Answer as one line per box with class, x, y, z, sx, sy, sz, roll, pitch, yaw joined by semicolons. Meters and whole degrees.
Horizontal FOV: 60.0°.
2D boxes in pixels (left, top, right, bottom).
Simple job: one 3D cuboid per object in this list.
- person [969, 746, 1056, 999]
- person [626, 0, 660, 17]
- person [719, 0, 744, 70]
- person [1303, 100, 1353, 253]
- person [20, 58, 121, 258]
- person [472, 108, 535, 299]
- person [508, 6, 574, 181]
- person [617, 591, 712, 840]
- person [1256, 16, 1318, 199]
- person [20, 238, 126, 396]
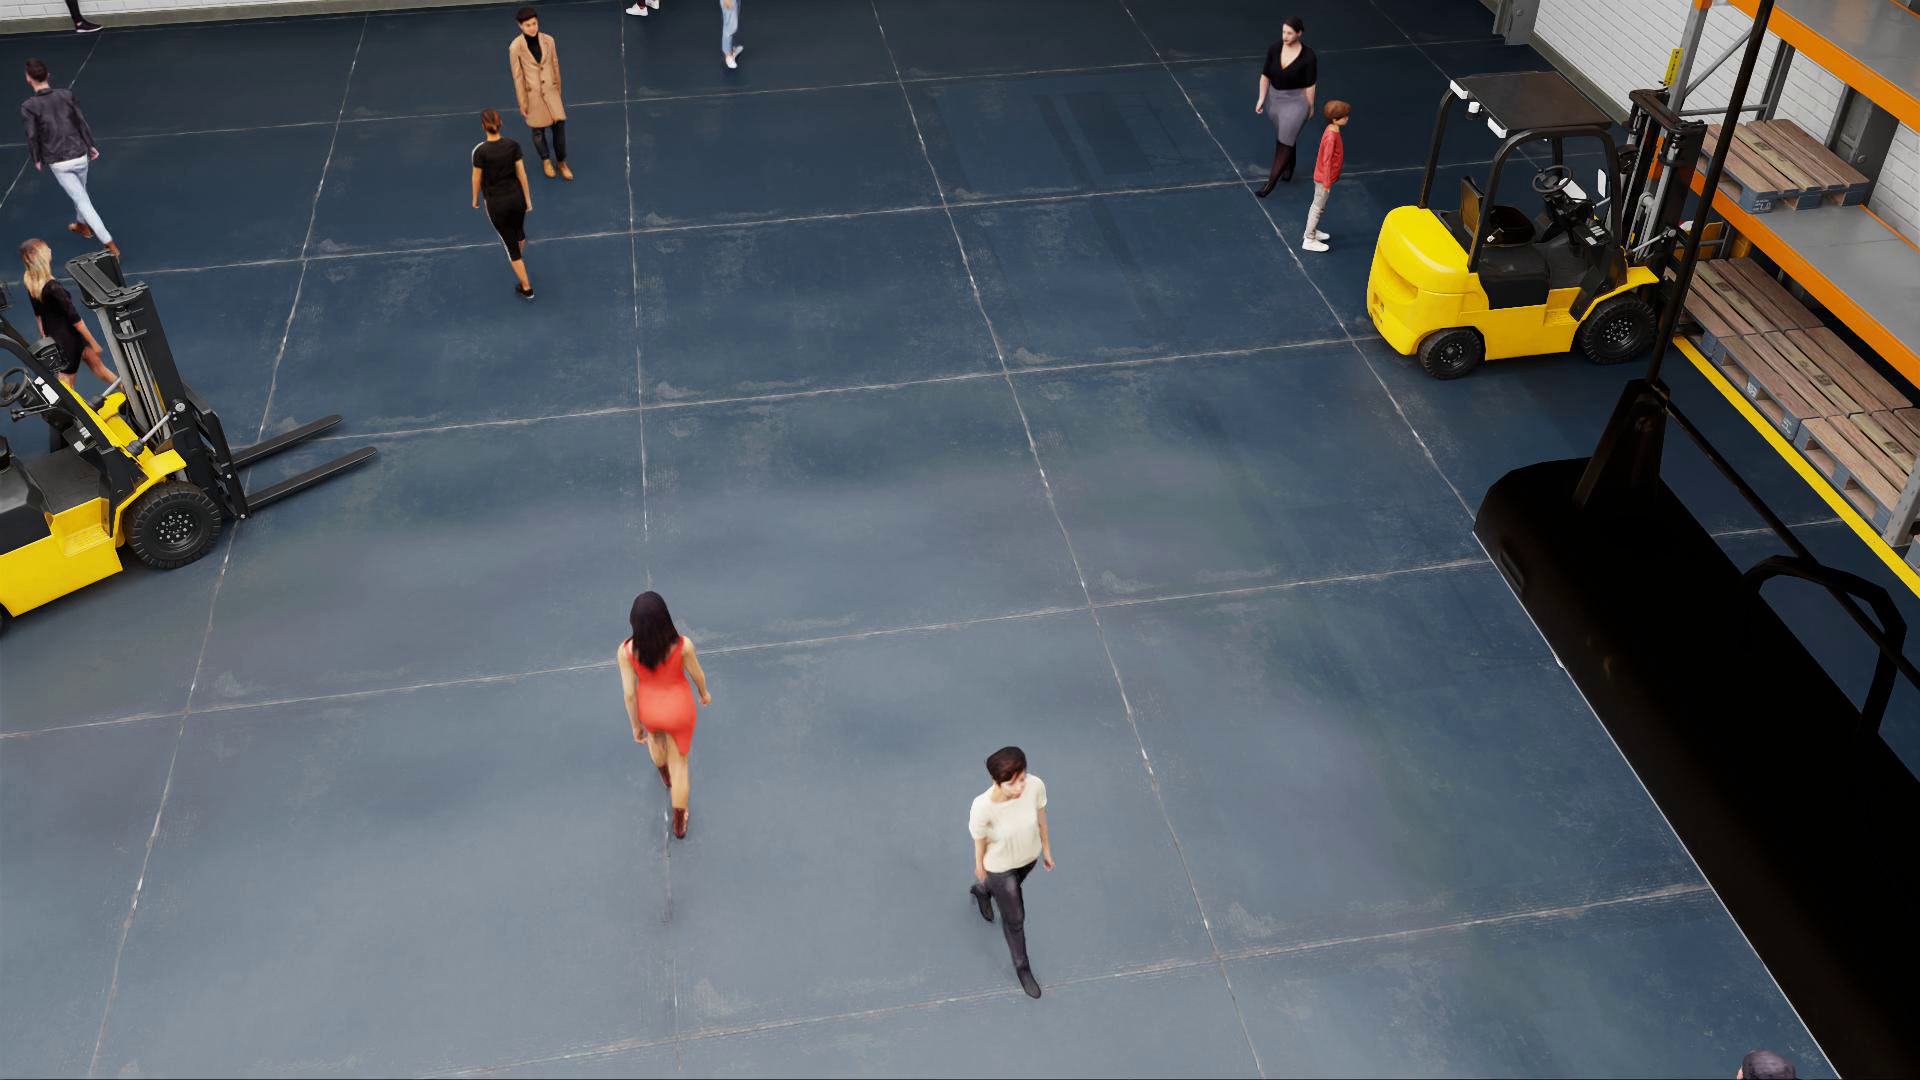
person;0.231;1.627;8.747;0.857;1.553;1.079;-23;44;-26
person;-3.777;-7.066;19.447;0.779;1.784;0.701;18;42;21
person;-2.542;-6.042;18.232;0.915;1.700;0.714;3;39;4
person;3.294;-3.306;15.034;0.632;1.415;0.514;8;39;10
person;-7.881;-3.339;14.770;1.192;1.796;1.124;25;45;28
person;-3.874;-2.855;14.298;0.917;1.629;1.131;-26;45;-29
person;-4.107;-4.351;16.106;0.747;1.711;0.792;-18;42;-21
person;-1.652;1.035;9.375;0.655;1.694;0.909;-2;39;-2
person;3.175;-4.167;15.872;1.104;1.715;1.102;30;47;32
person;-6.817;-1.459;12.550;1.055;1.628;1.086;26;45;29
